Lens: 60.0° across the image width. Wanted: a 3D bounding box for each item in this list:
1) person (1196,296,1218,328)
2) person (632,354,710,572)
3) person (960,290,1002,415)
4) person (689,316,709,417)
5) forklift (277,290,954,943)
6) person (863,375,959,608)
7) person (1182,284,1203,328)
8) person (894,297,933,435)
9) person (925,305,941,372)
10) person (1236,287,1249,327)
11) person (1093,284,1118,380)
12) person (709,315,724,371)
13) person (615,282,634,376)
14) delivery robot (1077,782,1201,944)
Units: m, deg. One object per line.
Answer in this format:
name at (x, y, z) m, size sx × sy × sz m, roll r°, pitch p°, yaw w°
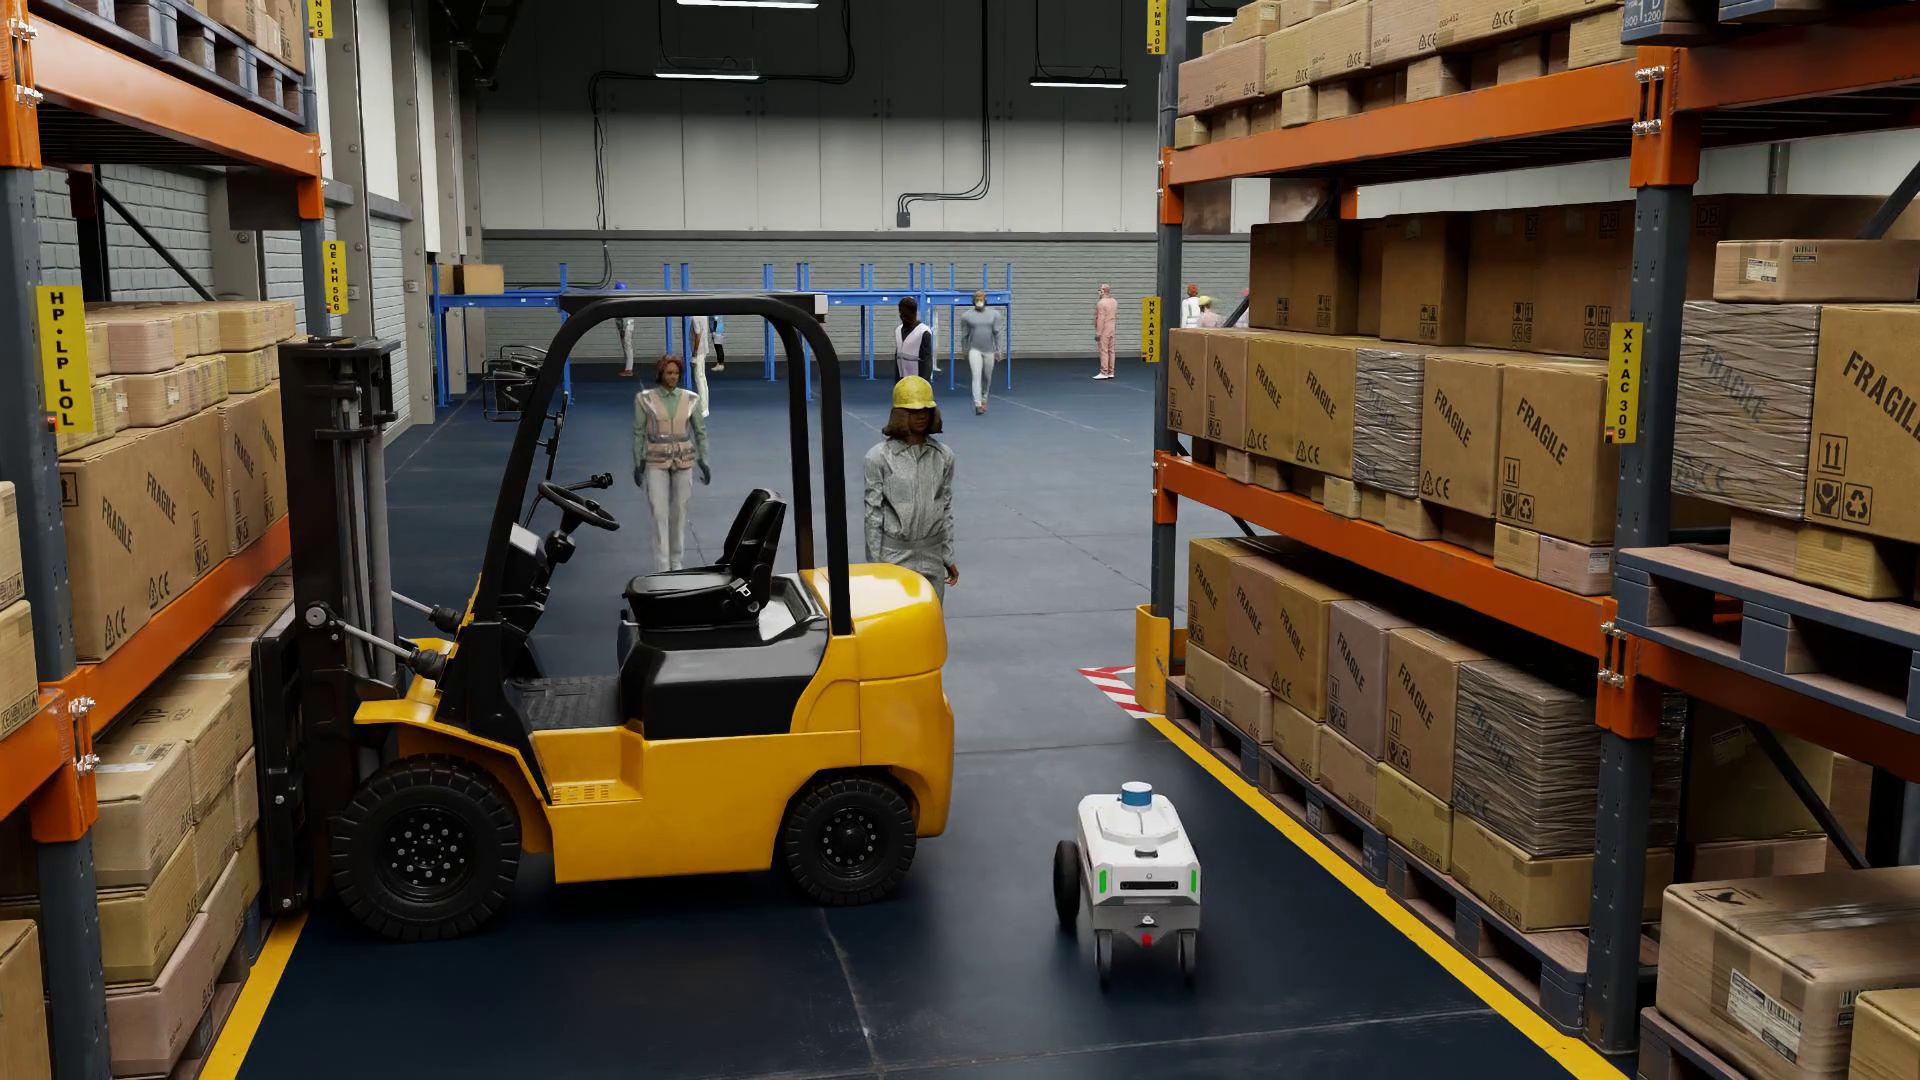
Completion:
person at (4.361, -3.460, 29.520) m, size 0.585 × 1.738 × 0.425 m, roll -7°, pitch 12°, yaw -36°
person at (-2.080, -0.521, 12.006) m, size 0.538 × 1.629 × 0.484 m, roll -4°, pitch 10°, yaw -24°
person at (0.318, -2.935, 25.846) m, size 0.628 × 1.911 × 0.952 m, roll -1°, pitch 9°, yaw -7°
person at (-3.963, -2.789, 25.065) m, size 0.328 × 1.872 × 0.514 m, roll 1°, pitch 9°, yaw 4°
forklift at (-1.179, 0.175, 6.143) m, size 2.313 × 2.155 × 1.214 m, roll -2°, pitch 10°, yaw -12°
person at (-0.225, 0.096, 7.864) m, size 0.483 × 1.745 × 0.299 m, roll -5°, pitch 11°, yaw -30°
person at (4.982, -4.525, 35.597) m, size 0.572 × 1.887 × 0.356 m, roll -4°, pitch 10°, yaw -25°
person at (-0.536, -1.810, 18.972) m, size 0.395 × 1.913 × 0.589 m, roll -7°, pitch 12°, yaw -38°
person at (-0.659, -4.466, 36.024) m, size 0.435 × 1.624 × 0.532 m, roll 4°, pitch 10°, yaw 21°
person at (5.286, -3.610, 30.009) m, size 0.599 × 1.901 × 0.892 m, roll -6°, pitch 11°, yaw -33°
person at (2.911, -4.205, 33.580) m, size 0.406 × 1.911 × 0.637 m, roll 6°, pitch 11°, yaw 34°
person at (-5.299, -4.527, 36.186) m, size 0.319 × 1.695 × 0.538 m, roll 1°, pitch 9°, yaw 5°
person at (-6.966, -4.377, 34.520) m, size 0.403 × 1.944 × 0.605 m, roll -1°, pitch 9°, yaw -5°
delivery robot at (0.583, 1.048, 5.520) m, size 0.477 × 0.478 × 0.707 m, roll 0°, pitch 9°, yaw -1°
